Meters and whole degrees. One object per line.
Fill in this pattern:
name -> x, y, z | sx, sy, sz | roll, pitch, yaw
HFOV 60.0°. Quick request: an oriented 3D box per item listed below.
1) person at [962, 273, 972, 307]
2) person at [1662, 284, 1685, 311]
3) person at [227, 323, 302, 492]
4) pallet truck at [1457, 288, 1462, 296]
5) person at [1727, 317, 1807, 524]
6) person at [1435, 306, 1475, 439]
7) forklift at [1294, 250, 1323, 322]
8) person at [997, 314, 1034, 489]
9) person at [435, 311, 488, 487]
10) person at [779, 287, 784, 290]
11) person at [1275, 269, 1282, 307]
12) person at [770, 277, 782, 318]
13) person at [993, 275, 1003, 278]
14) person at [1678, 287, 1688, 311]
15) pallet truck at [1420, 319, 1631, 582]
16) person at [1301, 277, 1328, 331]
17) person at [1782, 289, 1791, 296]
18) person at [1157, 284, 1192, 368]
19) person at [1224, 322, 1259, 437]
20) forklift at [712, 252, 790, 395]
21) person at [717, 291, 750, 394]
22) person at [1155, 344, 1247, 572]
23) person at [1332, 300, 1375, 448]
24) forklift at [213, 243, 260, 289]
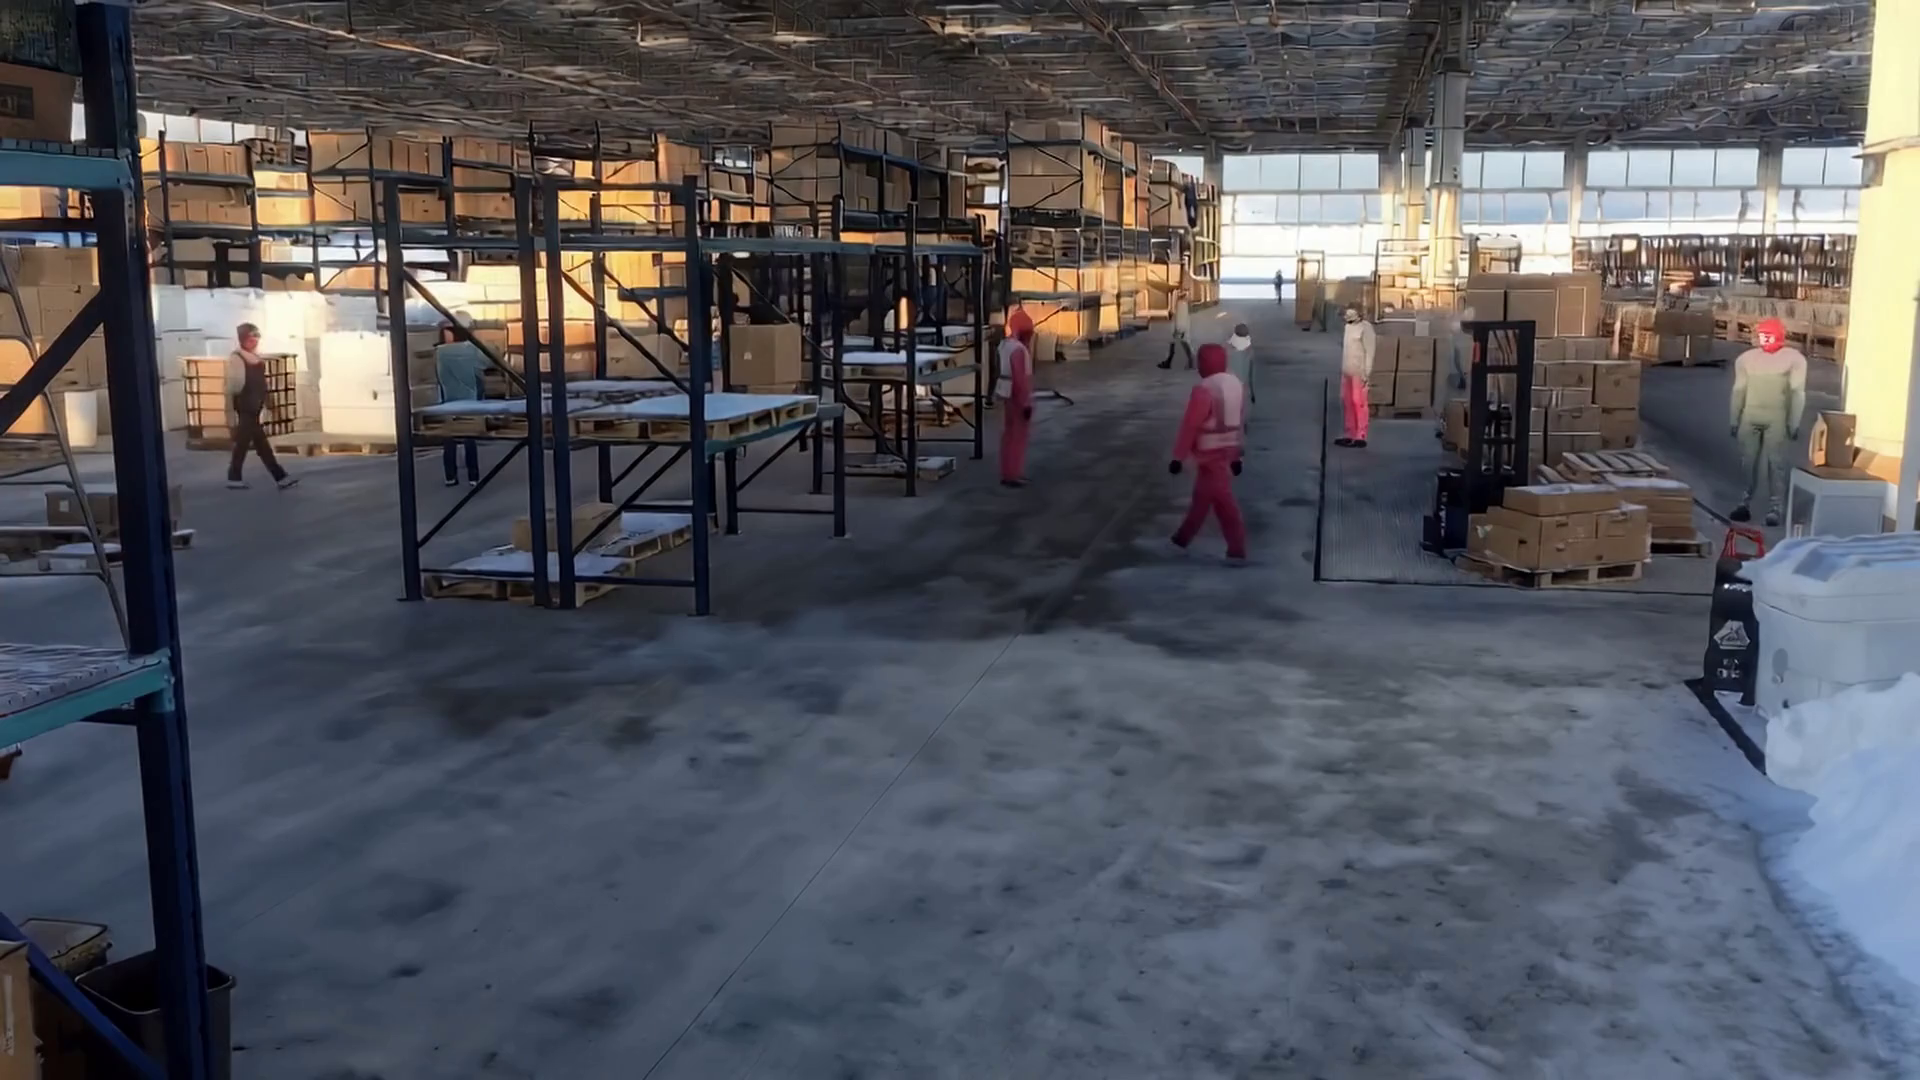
person -> 0.388, -12.216, 81.650 | 0.602, 1.831, 0.403 | 3, 10, 20
person -> 19.707, -6.170, 45.981 | 0.606, 1.794, 0.934 | 2, 10, 13
person -> -7.495, -1.407, 17.740 | 0.952, 1.792, 0.536 | 2, 10, 11
pallet truck -> 20.506, -9.785, 68.819 | 0.653, 1.274, 1.630 | 2, 10, 12
person -> 7.555, -1.116, 15.605 | 0.635, 1.936, 0.355 | 9, 13, 44
person -> 6.880, -2.269, 22.738 | 0.755, 1.839, 0.509 | 8, 13, 40
forklift -> 13.778, -10.002, 65.433 | 1.129, 2.768, 1.873 | 2, 10, 12
person -> 0.597, -1.508, 18.115 | 0.381, 1.880, 0.700 | -1, 10, -5
person -> -5.424, -1.530, 18.131 | 0.585, 1.918, 0.409 | 3, 10, 16
person -> -7.628, -10.140, 70.098 | 0.528, 1.567, 0.823 | 0, 10, -2
person -> 16.682, -13.217, 87.137 | 0.409, 1.986, 0.608 | 1, 10, 8
person -> -5.971, -7.587, 53.980 | 0.383, 1.918, 0.591 | -3, 10, -17
person -> 2.151, -14.298, 93.689 | 0.626, 1.920, 0.600 | -4, 10, -20
person -> 21.192, -6.631, 49.100 | 0.546, 1.649, 0.887 | 3, 10, 17
pallet truck -> 4.543, -0.757, 13.299 | 0.823, 1.965, 1.885 | -4, 10, -22
person -> 12.219, -8.089, 57.127 | 0.958, 1.864, 0.667 | 4, 11, 25
person -> 40.725, -12.264, 81.924 | 0.579, 1.828, 0.436 | 2, 10, 9
person -> 4.894, -4.830, 37.691 | 0.832, 1.907, 0.559 | 2, 10, 14
person -> 3.449, -1.860, 20.686 | 0.498, 1.718, 0.695 | 1, 10, 6
forklift -> -3.805, -3.853, 29.021 | 1.129, 2.768, 1.873 | 2, 10, 12
person -> -3.627, -2.987, 26.594 | 0.603, 1.966, 0.368 | -9, 13, -44
person -> 1.953, -0.669, 13.360 | 0.947, 1.790, 0.637 | 7, 12, 36
person -> 5.197, -2.177, 21.884 | 0.372, 1.940, 0.632 | -3, 10, -19
forklift -> -15.697, -5.087, 36.327 | 1.129, 2.768, 1.873 | 2, 10, 12
